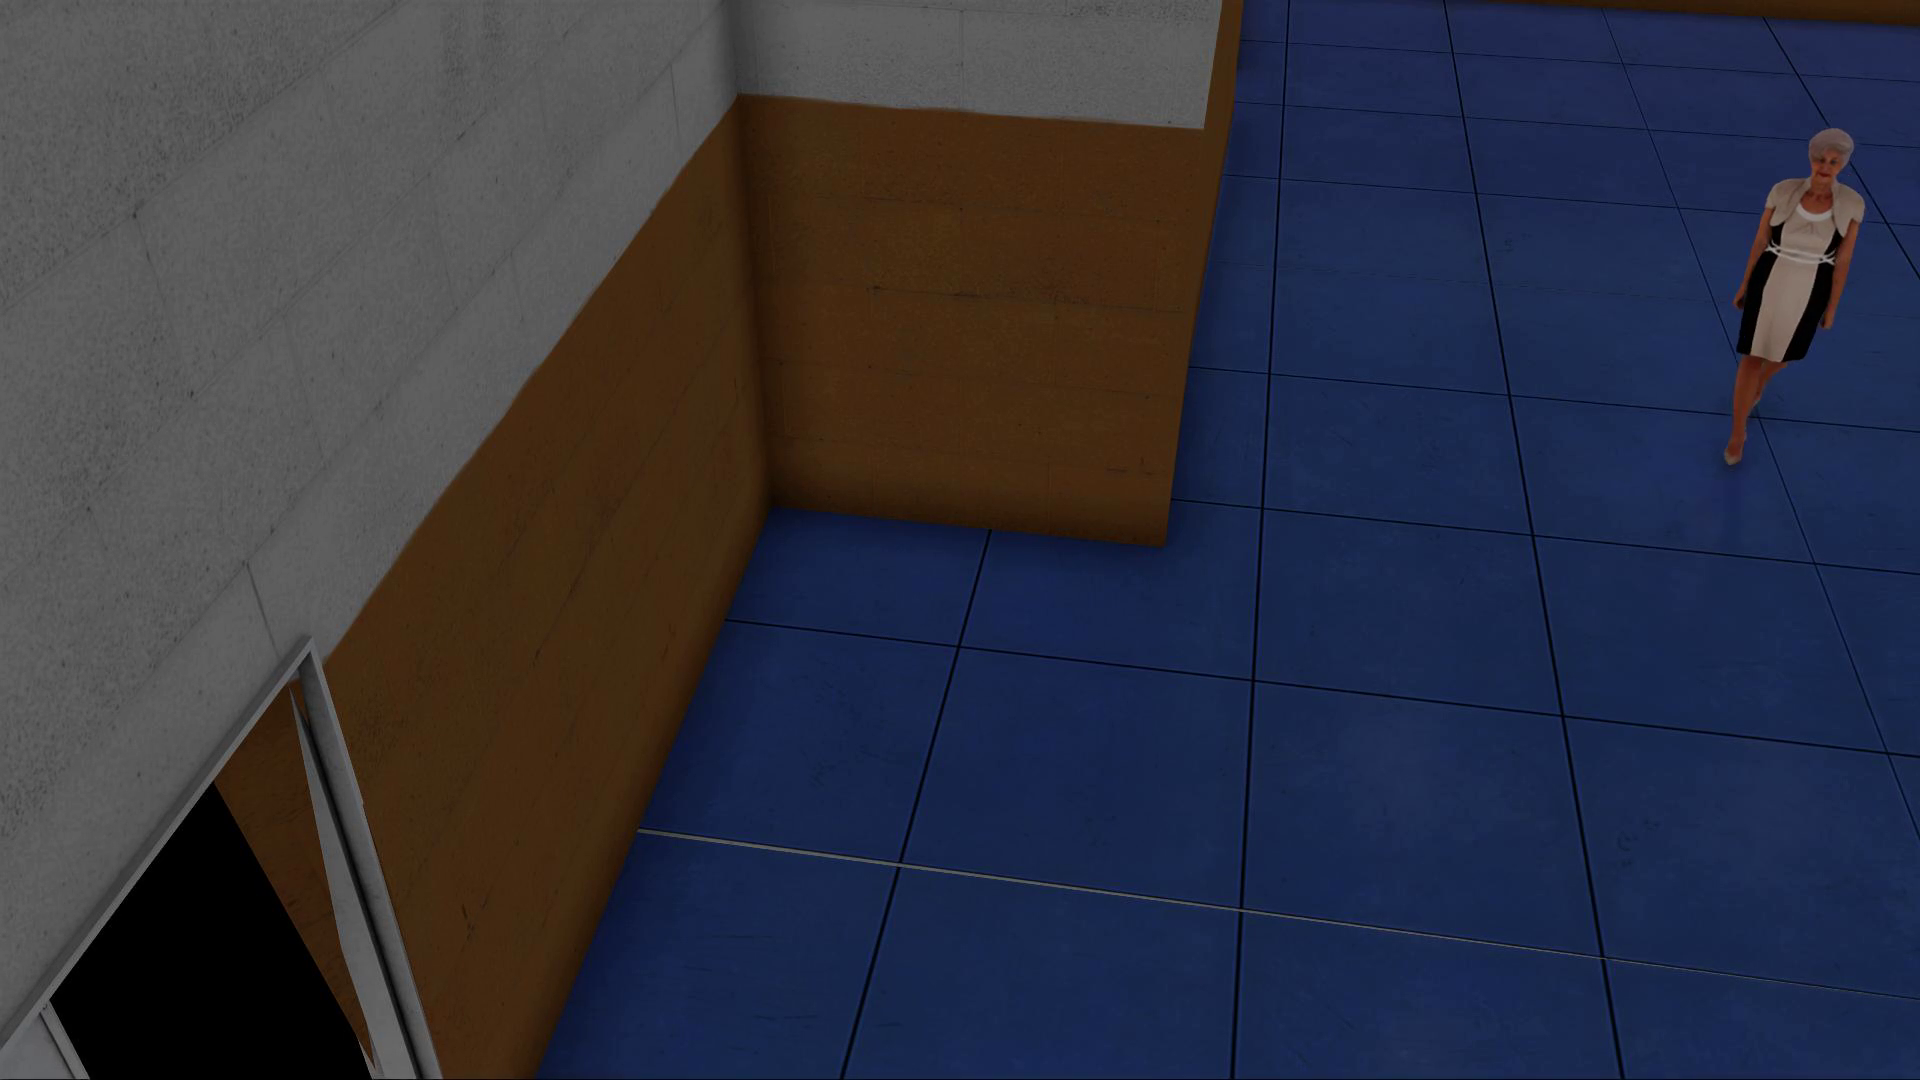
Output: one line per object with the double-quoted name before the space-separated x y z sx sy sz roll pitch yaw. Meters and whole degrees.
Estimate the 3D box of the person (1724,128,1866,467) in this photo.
"person" 4.248 -1.271 8.511 1.067 1.720 0.893 16 40 21
